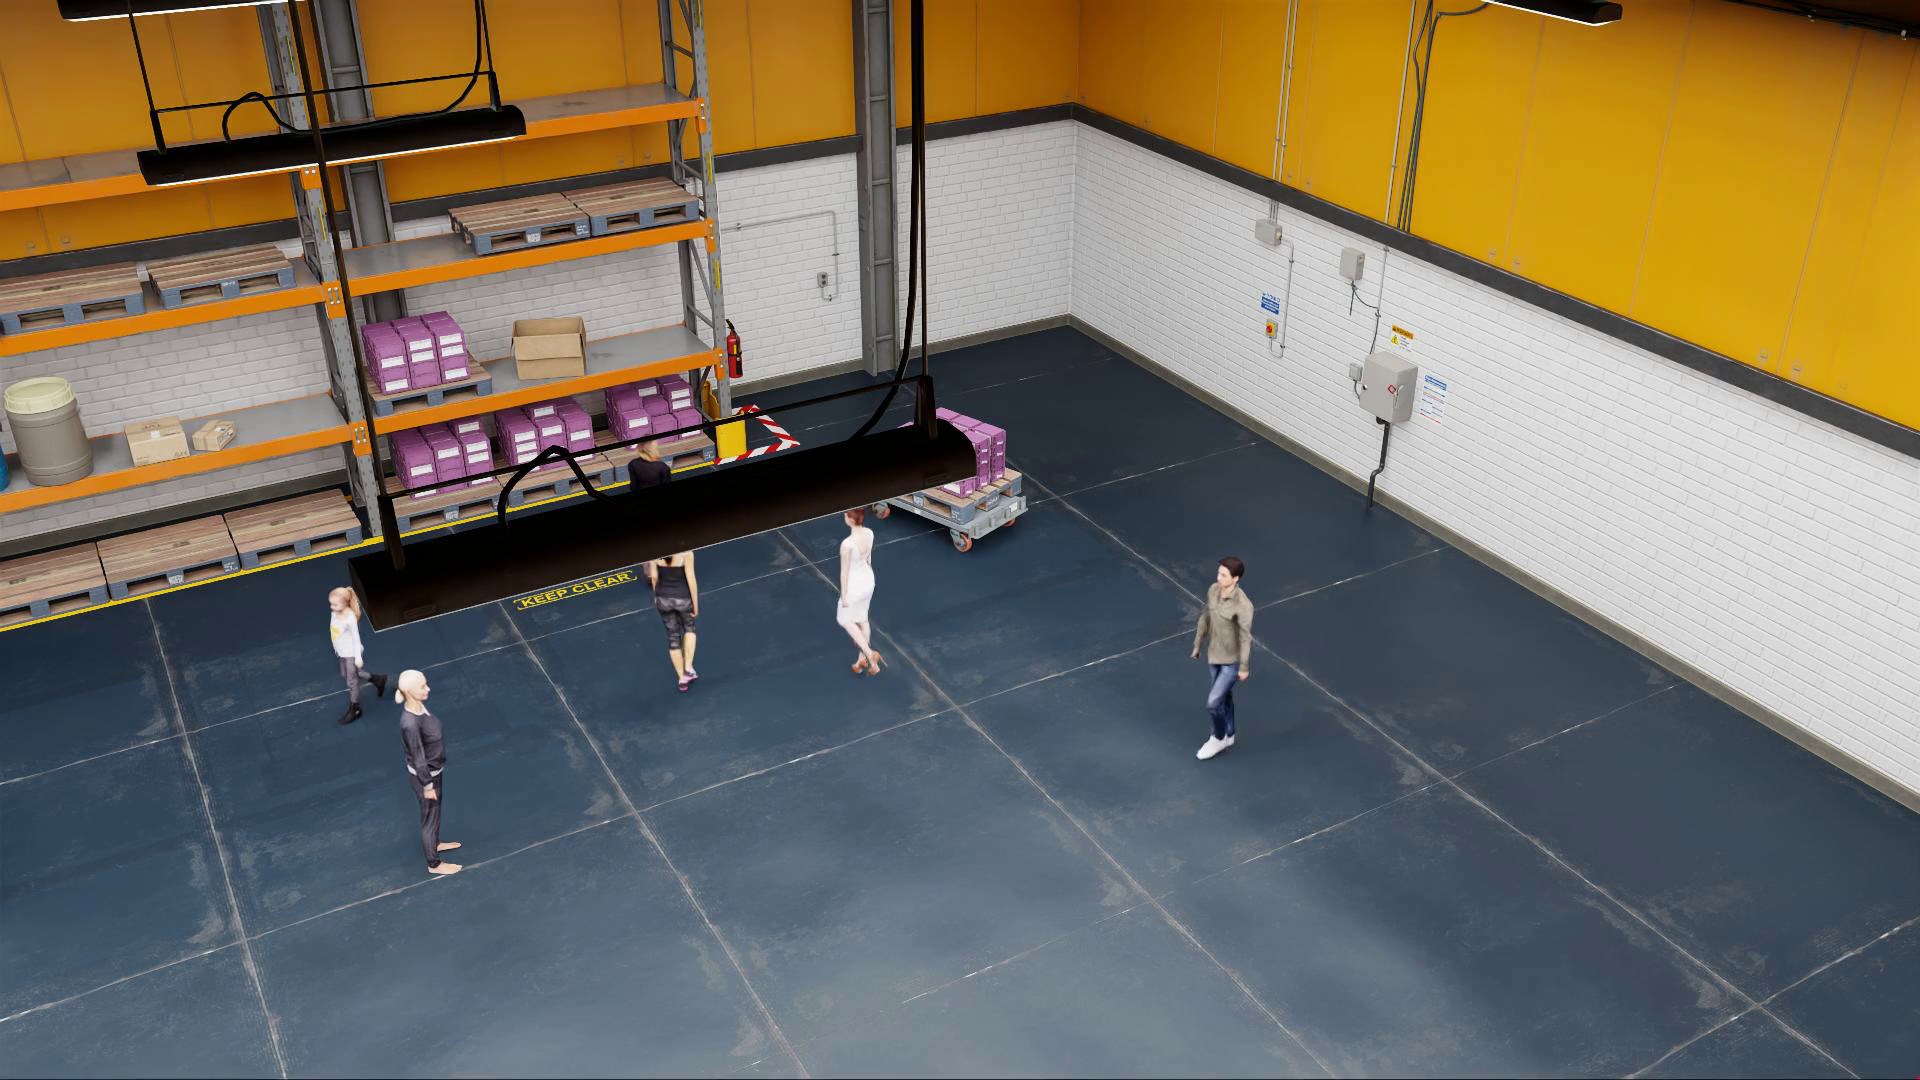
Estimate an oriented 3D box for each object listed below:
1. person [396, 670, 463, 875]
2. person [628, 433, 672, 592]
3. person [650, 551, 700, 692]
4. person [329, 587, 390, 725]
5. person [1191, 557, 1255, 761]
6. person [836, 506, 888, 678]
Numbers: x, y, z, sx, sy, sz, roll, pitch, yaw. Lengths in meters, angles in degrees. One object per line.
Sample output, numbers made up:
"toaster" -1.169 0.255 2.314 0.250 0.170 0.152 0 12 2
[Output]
"person" -4.032 1.719 12.538 0.604 1.726 0.664 -7 29 -13
"person" -2.990 -0.264 16.233 0.678 1.669 0.746 6 29 11
"person" -2.522 0.598 14.608 0.652 1.713 0.730 -1 29 -1
"person" -5.249 0.949 14.428 0.634 1.267 0.836 23 36 36
"person" 2.286 0.949 13.816 0.688 1.853 0.743 -13 31 -22
"person" -0.830 0.478 14.751 0.747 1.785 0.744 22 35 34
